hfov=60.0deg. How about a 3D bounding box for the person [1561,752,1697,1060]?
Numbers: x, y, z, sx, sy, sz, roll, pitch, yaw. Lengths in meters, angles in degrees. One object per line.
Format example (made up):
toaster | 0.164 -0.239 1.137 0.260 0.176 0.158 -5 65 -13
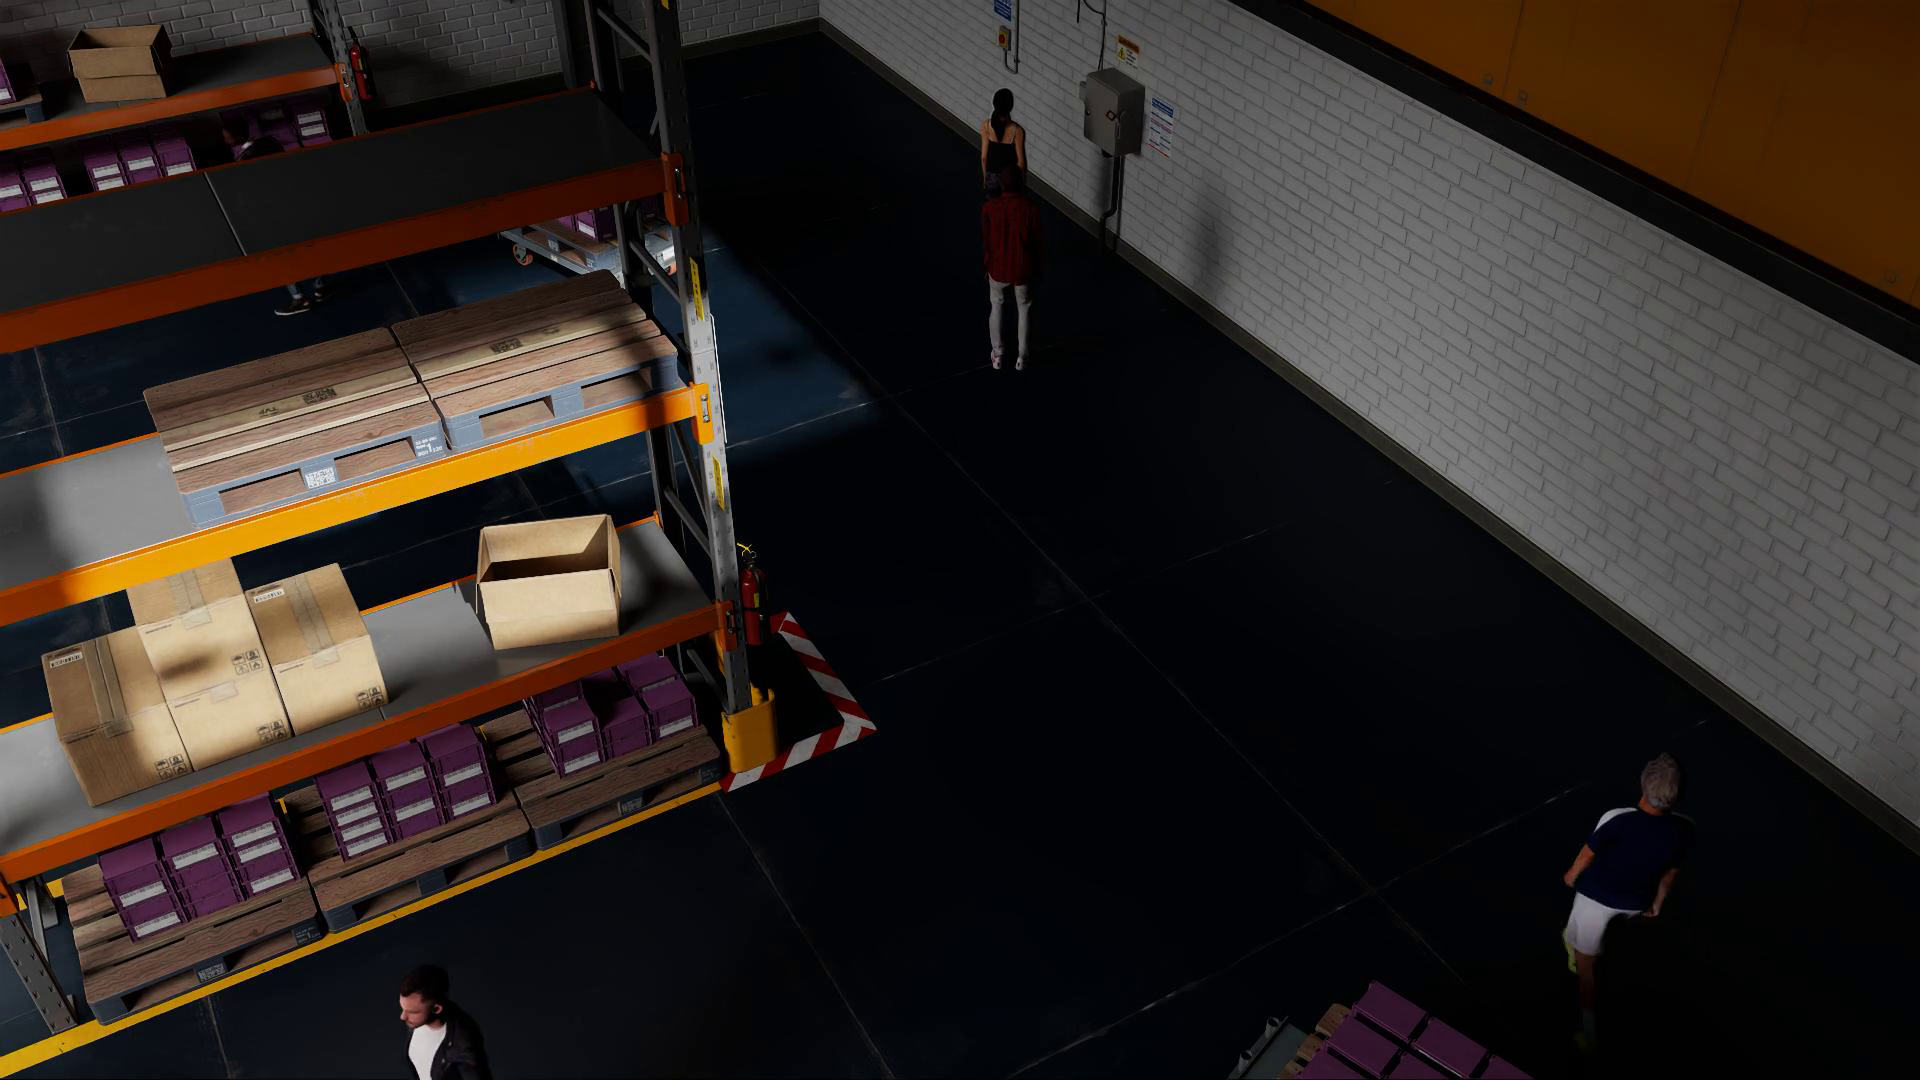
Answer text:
person | 3.335 1.845 8.425 1.174 1.807 1.040 -2 39 -2

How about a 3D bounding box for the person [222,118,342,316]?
person | -5.781 -2.833 14.293 0.712 1.794 0.934 -31 48 -33

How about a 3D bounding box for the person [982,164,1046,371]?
person | 0.425 -2.215 13.499 0.740 1.819 0.811 8 39 9

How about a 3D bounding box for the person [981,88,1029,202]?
person | 0.380 -3.182 14.782 0.669 1.729 0.715 13 41 16

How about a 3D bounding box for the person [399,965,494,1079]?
person | -2.170 2.521 7.577 0.947 1.809 1.207 25 45 28
